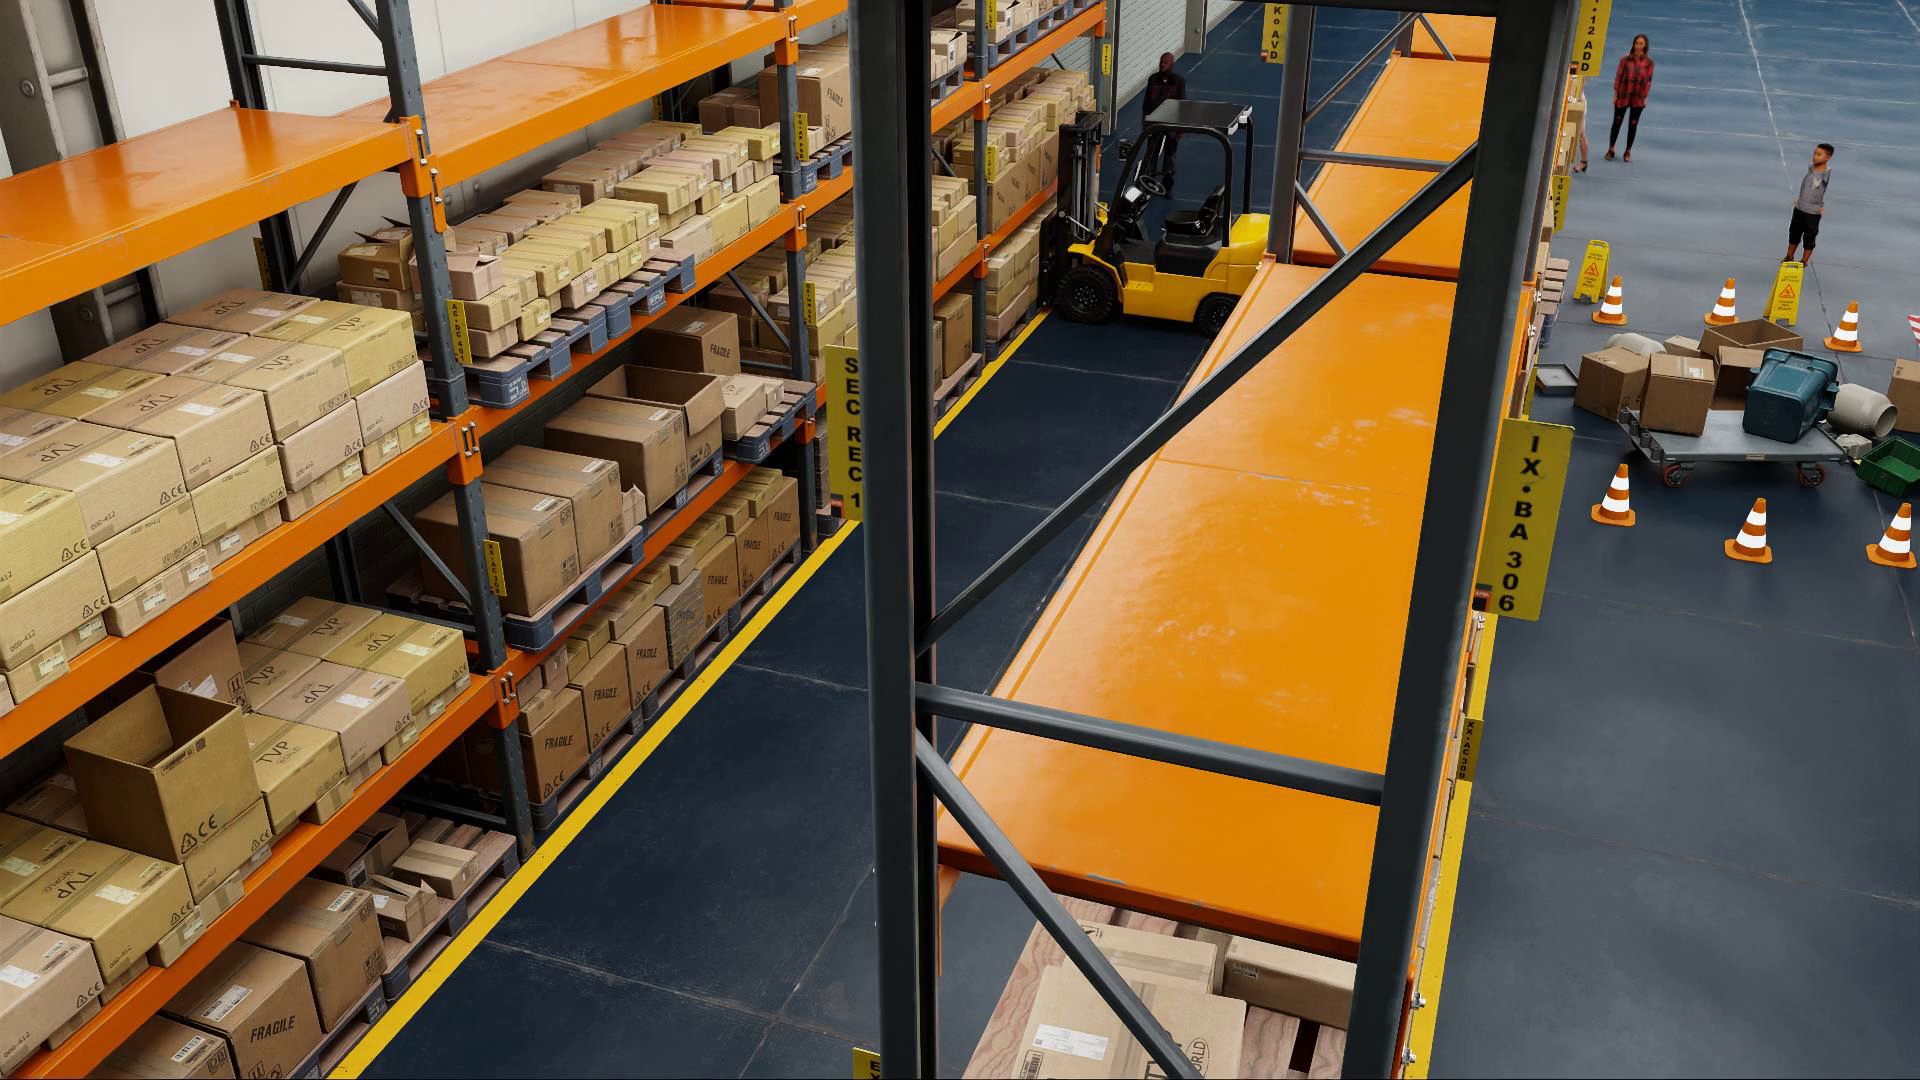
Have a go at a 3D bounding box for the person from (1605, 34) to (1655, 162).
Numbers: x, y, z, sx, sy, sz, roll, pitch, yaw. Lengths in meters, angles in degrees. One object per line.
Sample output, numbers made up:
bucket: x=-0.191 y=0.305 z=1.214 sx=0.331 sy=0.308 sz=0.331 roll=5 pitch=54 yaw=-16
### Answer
person: x=9.159 y=-6.042 z=22.702 sx=0.631 sy=1.702 sz=0.572 roll=13 pitch=31 yaw=22

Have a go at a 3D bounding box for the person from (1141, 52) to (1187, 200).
person: x=2.598 y=-5.299 z=21.178 sx=0.715 sy=1.823 sz=0.608 roll=7 pitch=29 yaw=13

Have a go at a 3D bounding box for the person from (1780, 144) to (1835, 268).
person: x=9.624 y=-3.825 z=18.801 sx=0.693 sy=1.456 sz=0.640 roll=-13 pitch=31 yaw=-23
